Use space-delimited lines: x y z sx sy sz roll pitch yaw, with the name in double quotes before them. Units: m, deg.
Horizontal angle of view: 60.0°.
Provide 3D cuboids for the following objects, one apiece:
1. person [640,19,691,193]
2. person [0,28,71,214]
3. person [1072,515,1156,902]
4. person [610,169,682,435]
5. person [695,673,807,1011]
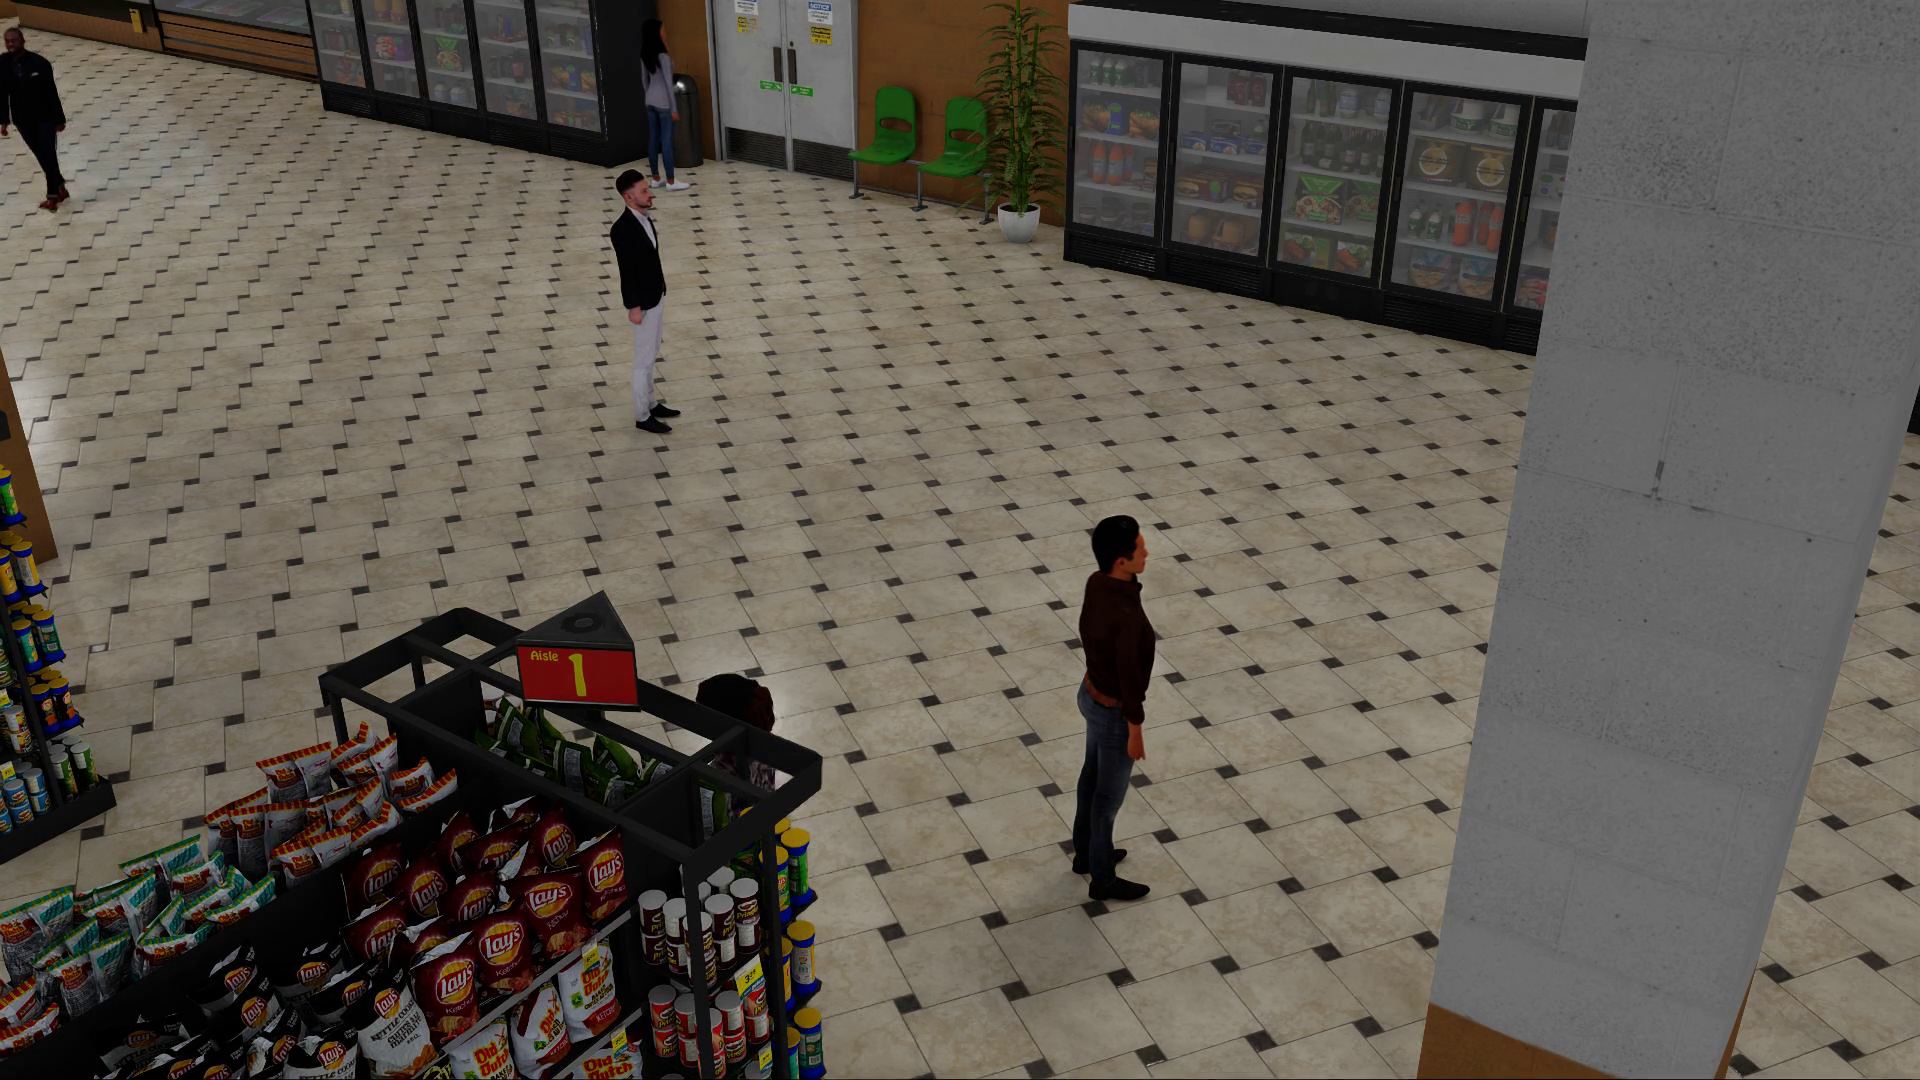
"person" -3.137 -4.526 17.328 0.634 1.736 0.571 23 35 38
"person" -9.221 -4.207 16.660 1.093 1.771 1.229 0 27 0
"person" 0.625 0.704 6.964 0.752 1.782 0.708 -6 27 -11
"person" -2.217 -1.670 11.577 0.805 1.844 0.675 3 27 5
"person" -0.681 1.249 5.986 0.679 1.694 0.744 16 31 29
